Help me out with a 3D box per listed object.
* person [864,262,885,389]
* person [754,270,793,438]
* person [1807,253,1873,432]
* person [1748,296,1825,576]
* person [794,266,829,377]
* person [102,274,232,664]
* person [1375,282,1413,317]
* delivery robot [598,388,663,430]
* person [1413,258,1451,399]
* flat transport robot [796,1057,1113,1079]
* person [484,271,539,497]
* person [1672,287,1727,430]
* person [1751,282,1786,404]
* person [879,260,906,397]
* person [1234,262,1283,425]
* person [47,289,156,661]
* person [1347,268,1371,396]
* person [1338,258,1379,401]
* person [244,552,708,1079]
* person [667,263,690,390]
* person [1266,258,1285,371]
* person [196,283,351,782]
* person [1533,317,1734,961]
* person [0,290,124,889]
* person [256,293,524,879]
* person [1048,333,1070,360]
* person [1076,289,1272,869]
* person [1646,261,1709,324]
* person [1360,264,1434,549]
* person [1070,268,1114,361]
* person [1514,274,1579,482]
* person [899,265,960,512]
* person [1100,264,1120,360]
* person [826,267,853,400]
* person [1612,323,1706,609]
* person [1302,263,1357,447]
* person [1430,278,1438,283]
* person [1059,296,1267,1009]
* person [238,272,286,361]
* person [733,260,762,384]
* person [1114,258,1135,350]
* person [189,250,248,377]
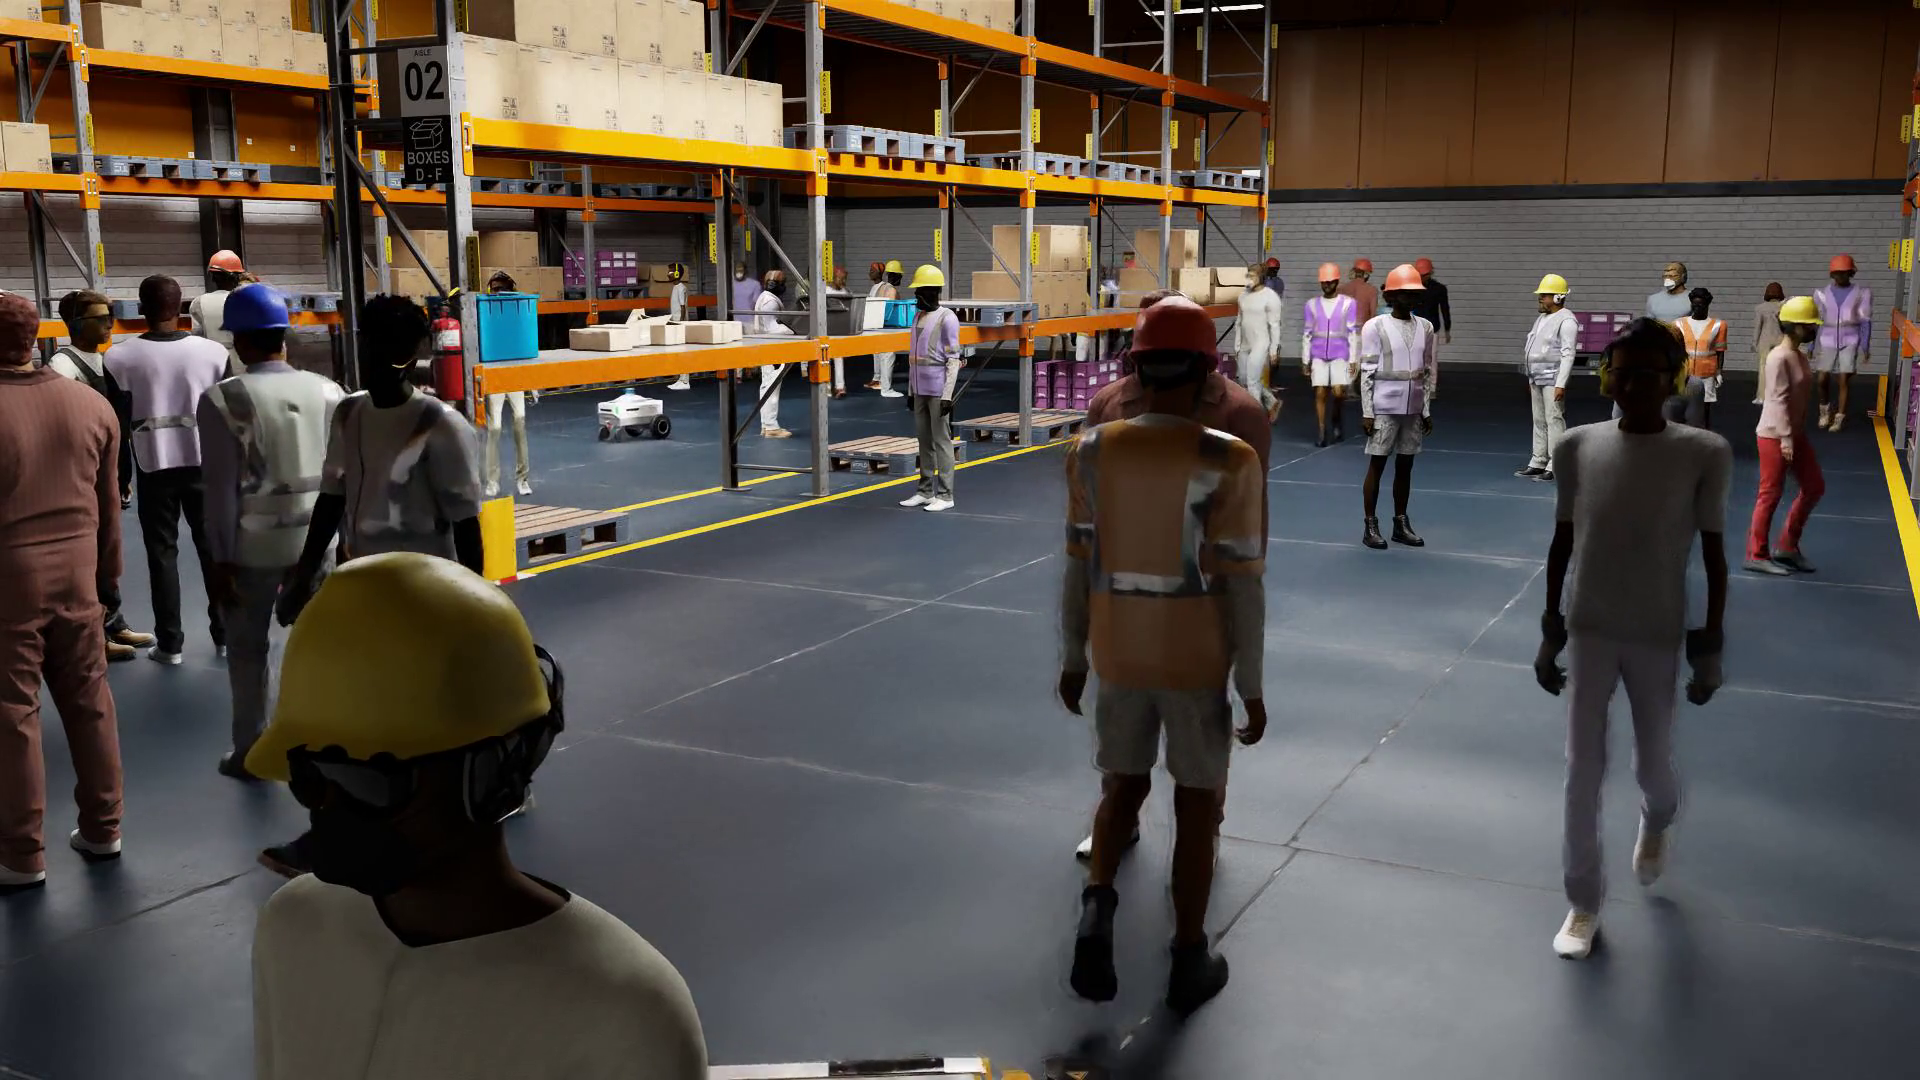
[{"bbox_3d":[-1.225,-3.196,24.838,0.355,1.882,0.576,-4,11,-22],"label":"person"},{"bbox_3d":[-2.040,-2.041,18.281,0.428,1.837,0.631,-2,10,-13],"label":"person"},{"bbox_3d":[9.902,-2.214,18.749,0.653,2.020,0.462,7,12,36],"label":"person"},{"bbox_3d":[5.223,-0.633,10.380,0.541,1.755,0.482,-9,13,-43],"label":"person"},{"bbox_3d":[-2.394,-3.589,27.230,0.631,1.841,0.429,-4,11,-24],"label":"person"},{"bbox_3d":[-3.869,-0.343,8.221,0.597,1.915,0.370,-7,12,-35],"label":"person"},{"bbox_3d":[5.597,-2.492,21.382,0.532,1.663,0.756,6,12,32],"label":"person"},{"bbox_3d":[-3.560,-1.398,17.984,0.477,0.478,0.707,8,13,37],"label":"delivery robot"},{"bbox_3d":[6.356,-2.880,22.818,0.747,1.933,0.846,4,11,24],"label":"person"},{"bbox_3d":[-0.364,1.312,3.397,1.431,0.197,0.652,-1,10,-4],"label":"flat transport robot"},{"bbox_3d":[-3.783,-1.296,13.871,0.517,1.873,0.328,-3,10,-14],"label":"person"},{"bbox_3d":[7.153,-1.608,16.192,0.540,1.691,0.317,5,11,27],"label":"person"},{"bbox_3d":[10.846,-2.623,22.236,0.497,1.633,0.279,1,10,9],"label":"person"},{"bbox_3d":[-0.952,-2.962,23.396,0.394,1.919,0.581,-2,10,-13],"label":"person"},{"bbox_3d":[3.401,-2.184,18.871,0.746,1.924,0.637,-6,11,-29],"label":"person"},{"bbox_3d":[-4.313,-0.325,8.320,0.345,1.846,0.508,-1,10,-5],"label":"person"},{"bbox_3d":[5.563,-2.924,23.394,0.593,1.837,0.404,-1,10,-7],"label":"person"},{"bbox_3d":[5.313,-2.822,22.443,0.662,1.962,0.712,9,13,42],"label":"person"},{"bbox_3d":[-0.469,0.881,1.571,0.525,1.769,0.312,4,11,23],"label":"person"},{"bbox_3d":[-4.193,-3.169,24.712,0.329,1.873,0.512,-3,10,-15],"label":"person"},{"bbox_3d":[5.332,-3.854,28.488,0.359,1.938,0.547,6,11,30],"label":"person"},{"bbox_3d":[-2.489,0.005,6.225,0.848,1.921,0.624,7,12,34],"label":"person"},{"bbox_3d":[1.980,0.265,4.916,0.520,1.852,0.692,6,11,30],"label":"person"},{"bbox_3d":[-3.012,0.155,5.351,0.409,1.913,0.651,5,11,27],"label":"person"},{"bbox_3d":[-1.878,0.138,5.512,0.644,1.892,1.027,9,13,42],"label":"person"},{"bbox_3d":[1.681,-3.766,28.138,0.561,1.889,0.986,2,10,13],"label":"person"},{"bbox_3d":[0.664,0.144,5.433,0.651,1.906,0.403,5,11,27],"label":"person"},{"bbox_3d":[7.064,-1.789,16.526,0.356,1.938,0.638,-8,13,-39],"label":"person"},{"bbox_3d":[3.009,-0.910,11.428,0.547,1.942,0.350,-3,10,-18],"label":"person"},{"bbox_3d":[1.815,-2.825,22.832,0.629,1.837,0.429,-1,10,-5],"label":"person"},{"bbox_3d":[5.208,-1.428,14.745,0.403,1.833,0.586,-1,10,-8],"label":"person"},{"bbox_3d":[-0.233,-1.190,13.092,0.367,1.927,0.587,-7,12,-35],"label":"person"},{"bbox_3d":[2.078,-3.175,24.787,0.893,1.851,0.664,-2,10,-11],"label":"person"},{"bbox_3d":[-1.741,-2.863,23.084,0.596,1.817,1.023,-2,10,-14],"label":"person"},{"bbox_3d":[3.933,-0.405,9.401,0.500,1.633,0.281,7,12,36],"label":"person"},{"bbox_3d":[3.837,-1.919,17.328,0.562,1.918,0.427,4,11,22],"label":"person"},{"bbox_3d":[7.518,-3.436,27.011,0.405,1.608,0.573,6,11,31],"label":"person"},{"bbox_3d":[0.504,0.328,4.357,0.614,1.909,0.608,6,11,30],"label":"person"},{"bbox_3d":[-6.811,-1.673,16.149,0.586,1.833,0.434,2,10,13],"label":"person"},{"bbox_3d":[-3.379,-3.393,25.883,0.649,1.916,0.616,-1,10,-5],"label":"person"},{"bbox_3d":[2.585,-3.144,24.371,0.656,1.957,0.956,8,13,39],"label":"person"},{"bbox_3d":[-6.097,-1.395,13.946,0.606,2.044,0.373,1,10,7],"label":"person"}]
